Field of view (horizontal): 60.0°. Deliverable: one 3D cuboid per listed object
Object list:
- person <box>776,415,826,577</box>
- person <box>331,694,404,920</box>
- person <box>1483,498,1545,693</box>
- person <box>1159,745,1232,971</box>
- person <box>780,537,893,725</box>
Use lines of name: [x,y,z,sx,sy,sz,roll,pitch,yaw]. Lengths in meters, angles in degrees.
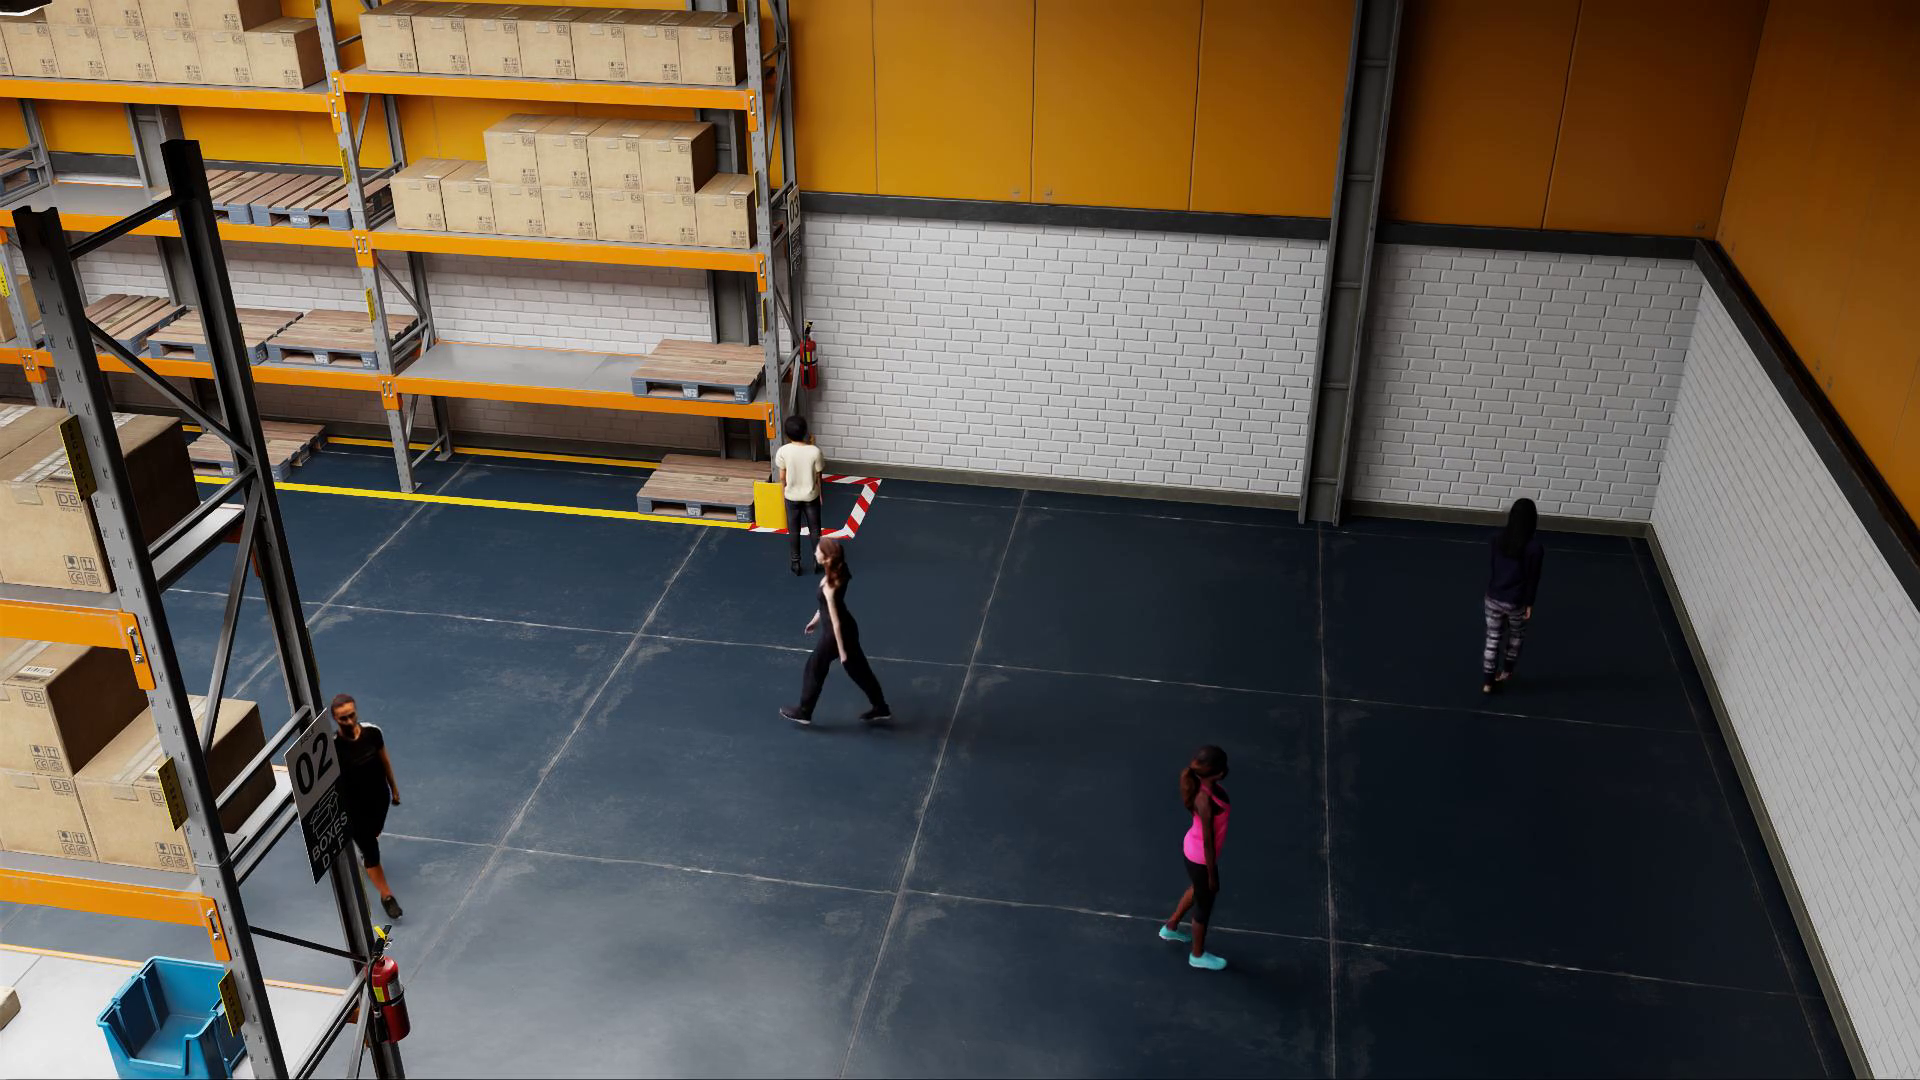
person: [-1.467,-0.410,15.428,0.502,1.588,0.699,-2,29,-4]
person: [-4.129,1.741,11.434,1.025,1.637,1.132,-22,35,-34]
person: [4.457,0.492,13.640,0.723,1.717,0.789,19,34,31]
person: [1.530,2.042,10.790,0.683,1.725,0.564,4,29,7]
person: [-0.874,0.758,13.167,1.130,1.701,0.627,3,29,6]
